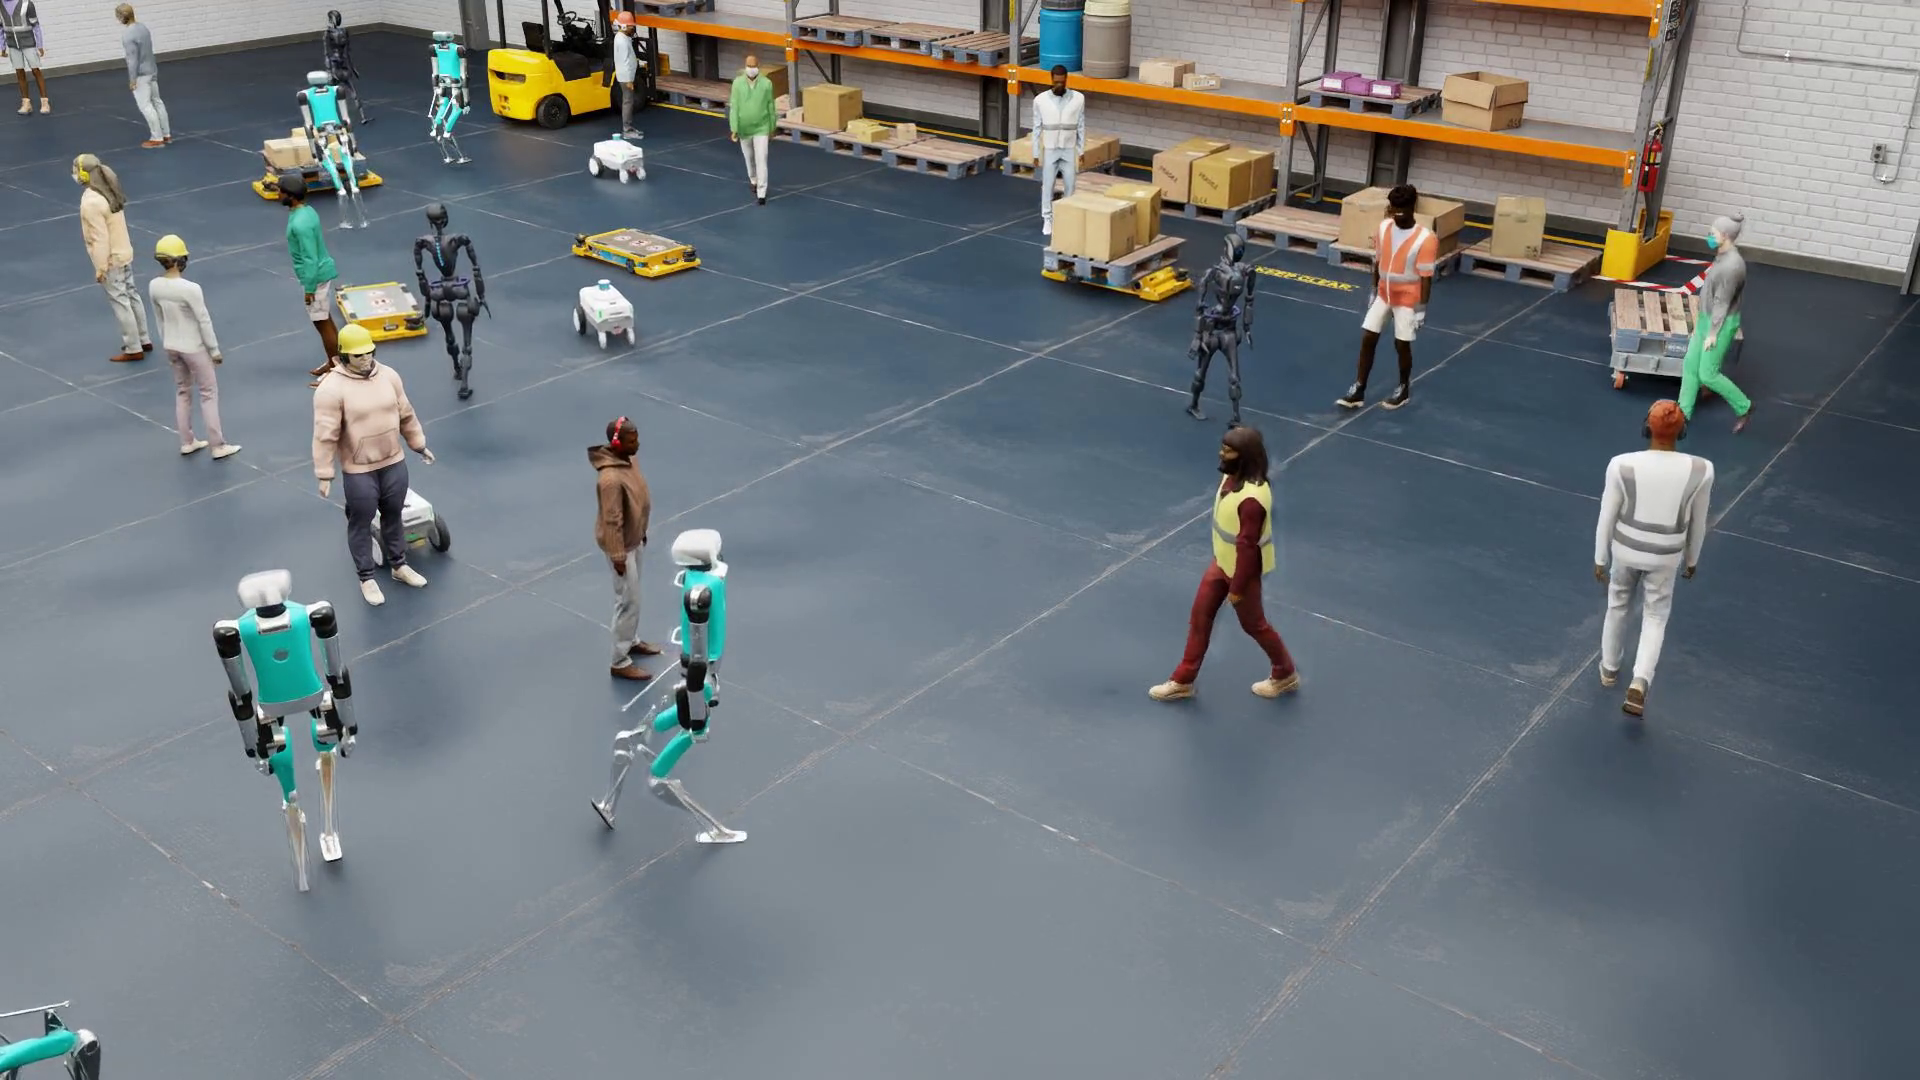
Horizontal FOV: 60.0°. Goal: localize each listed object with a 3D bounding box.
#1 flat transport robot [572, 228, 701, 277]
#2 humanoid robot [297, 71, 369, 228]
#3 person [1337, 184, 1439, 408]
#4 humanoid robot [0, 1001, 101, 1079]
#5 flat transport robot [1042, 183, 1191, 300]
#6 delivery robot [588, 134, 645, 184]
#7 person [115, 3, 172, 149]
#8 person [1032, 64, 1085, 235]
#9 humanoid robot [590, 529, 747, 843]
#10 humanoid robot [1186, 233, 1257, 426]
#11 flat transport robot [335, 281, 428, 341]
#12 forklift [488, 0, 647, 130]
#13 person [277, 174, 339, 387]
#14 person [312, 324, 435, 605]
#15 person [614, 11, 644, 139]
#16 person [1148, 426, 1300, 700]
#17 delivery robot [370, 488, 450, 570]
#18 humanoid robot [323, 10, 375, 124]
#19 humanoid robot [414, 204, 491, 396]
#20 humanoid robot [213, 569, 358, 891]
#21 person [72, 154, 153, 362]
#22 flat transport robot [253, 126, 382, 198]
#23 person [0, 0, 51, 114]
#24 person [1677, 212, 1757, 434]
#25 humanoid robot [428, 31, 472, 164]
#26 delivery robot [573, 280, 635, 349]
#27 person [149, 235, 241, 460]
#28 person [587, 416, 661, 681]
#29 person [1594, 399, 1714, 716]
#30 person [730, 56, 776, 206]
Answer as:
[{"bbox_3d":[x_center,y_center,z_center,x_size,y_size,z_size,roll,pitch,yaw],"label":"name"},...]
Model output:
[{"bbox_3d":[-3.524,-3.131,18.055,1.431,0.231,0.659,22,33,38],"label":"flat transport robot"},{"bbox_3d":[-7.124,-4.404,19.002,0.547,1.770,0.787,-14,29,-27],"label":"humanoid robot"},{"bbox_3d":[3.566,-1.991,13.770,0.626,1.933,0.650,-18,31,-33],"label":"person"},{"bbox_3d":[-3.661,1.792,6.240,0.550,1.778,1.044,16,30,29],"label":"humanoid robot"},{"bbox_3d":[1.617,-2.772,17.311,1.431,0.231,0.659,18,31,33],"label":"flat transport robot"},{"bbox_3d":[-4.402,-4.938,21.440,0.499,0.570,0.747,-23,34,-39],"label":"delivery robot"},{"bbox_3d":[-11.244,-6.391,22.900,0.371,1.928,0.655,-1,26,-2],"label":"person"},{"bbox_3d":[1.116,-4.424,18.853,0.600,1.907,0.398,-2,26,-5],"label":"person"},{"bbox_3d":[-1.575,0.778,8.296,0.927,1.782,0.539,0,26,0],"label":"humanoid robot"},{"bbox_3d":[2.129,-1.703,13.504,0.589,1.624,0.703,-13,29,-25],"label":"humanoid robot"},{"bbox_3d":[-5.652,-2.234,16.197,0.659,0.231,1.431,-12,28,-23],"label":"flat transport robot"},{"bbox_3d":[-5.874,-7.334,24.552,1.214,2.155,2.313,19,32,34],"label":"forklift"},{"bbox_3d":[-5.591,-2.243,14.399,0.403,1.850,0.494,-6,27,-13],"label":"person"},{"bbox_3d":[-3.830,-0.520,10.809,0.414,1.868,0.808,21,33,36],"label":"person"},{"bbox_3d":[-4.670,-6.546,23.433,0.352,1.742,0.572,-6,26,-12],"label":"person"},{"bbox_3d":[1.608,0.156,9.574,0.908,1.726,0.480,-5,26,-9],"label":"person"},{"bbox_3d":[-3.947,-0.165,11.597,0.499,0.606,0.809,-21,33,-36],"label":"delivery robot"},{"bbox_3d":[-9.012,-6.865,24.216,0.777,1.622,0.606,9,27,19],"label":"humanoid robot"},{"bbox_3d":[-4.355,-2.092,14.334,0.583,1.626,0.751,-1,26,-2],"label":"humanoid robot"},{"bbox_3d":[-3.229,0.889,8.113,0.542,1.836,0.748,-11,28,-21],"label":"humanoid robot"},{"bbox_3d":[-7.621,-2.536,14.977,0.391,1.874,0.564,-2,26,-4],"label":"person"},{"bbox_3d":[-8.116,-4.551,20.996,1.431,0.231,0.659,-16,30,-29],"label":"flat transport robot"},{"bbox_3d":[-14.043,-7.401,24.862,0.613,2.040,0.388,-3,26,-6],"label":"person"},{"bbox_3d":[6.126,-1.739,13.389,0.668,1.819,0.519,4,26,8],"label":"person"},{"bbox_3d":[-6.687,-5.696,21.532,0.533,1.672,0.735,8,27,15],"label":"humanoid robot"},{"bbox_3d":[-3.344,-2.158,15.721,0.499,0.603,0.792,-12,28,-24],"label":"delivery robot"},{"bbox_3d":[-6.006,-1.498,12.965,0.521,1.756,0.360,11,28,22],"label":"person"},{"bbox_3d":[-2.006,0.029,9.930,0.312,1.645,0.481,2,26,5],"label":"person"},{"bbox_3d":[3.929,0.103,9.532,0.578,1.858,0.762,10,28,20],"label":"person"},{"bbox_3d":[-2.524,-5.040,20.318,0.552,1.745,0.926,1,26,1],"label":"person"}]
